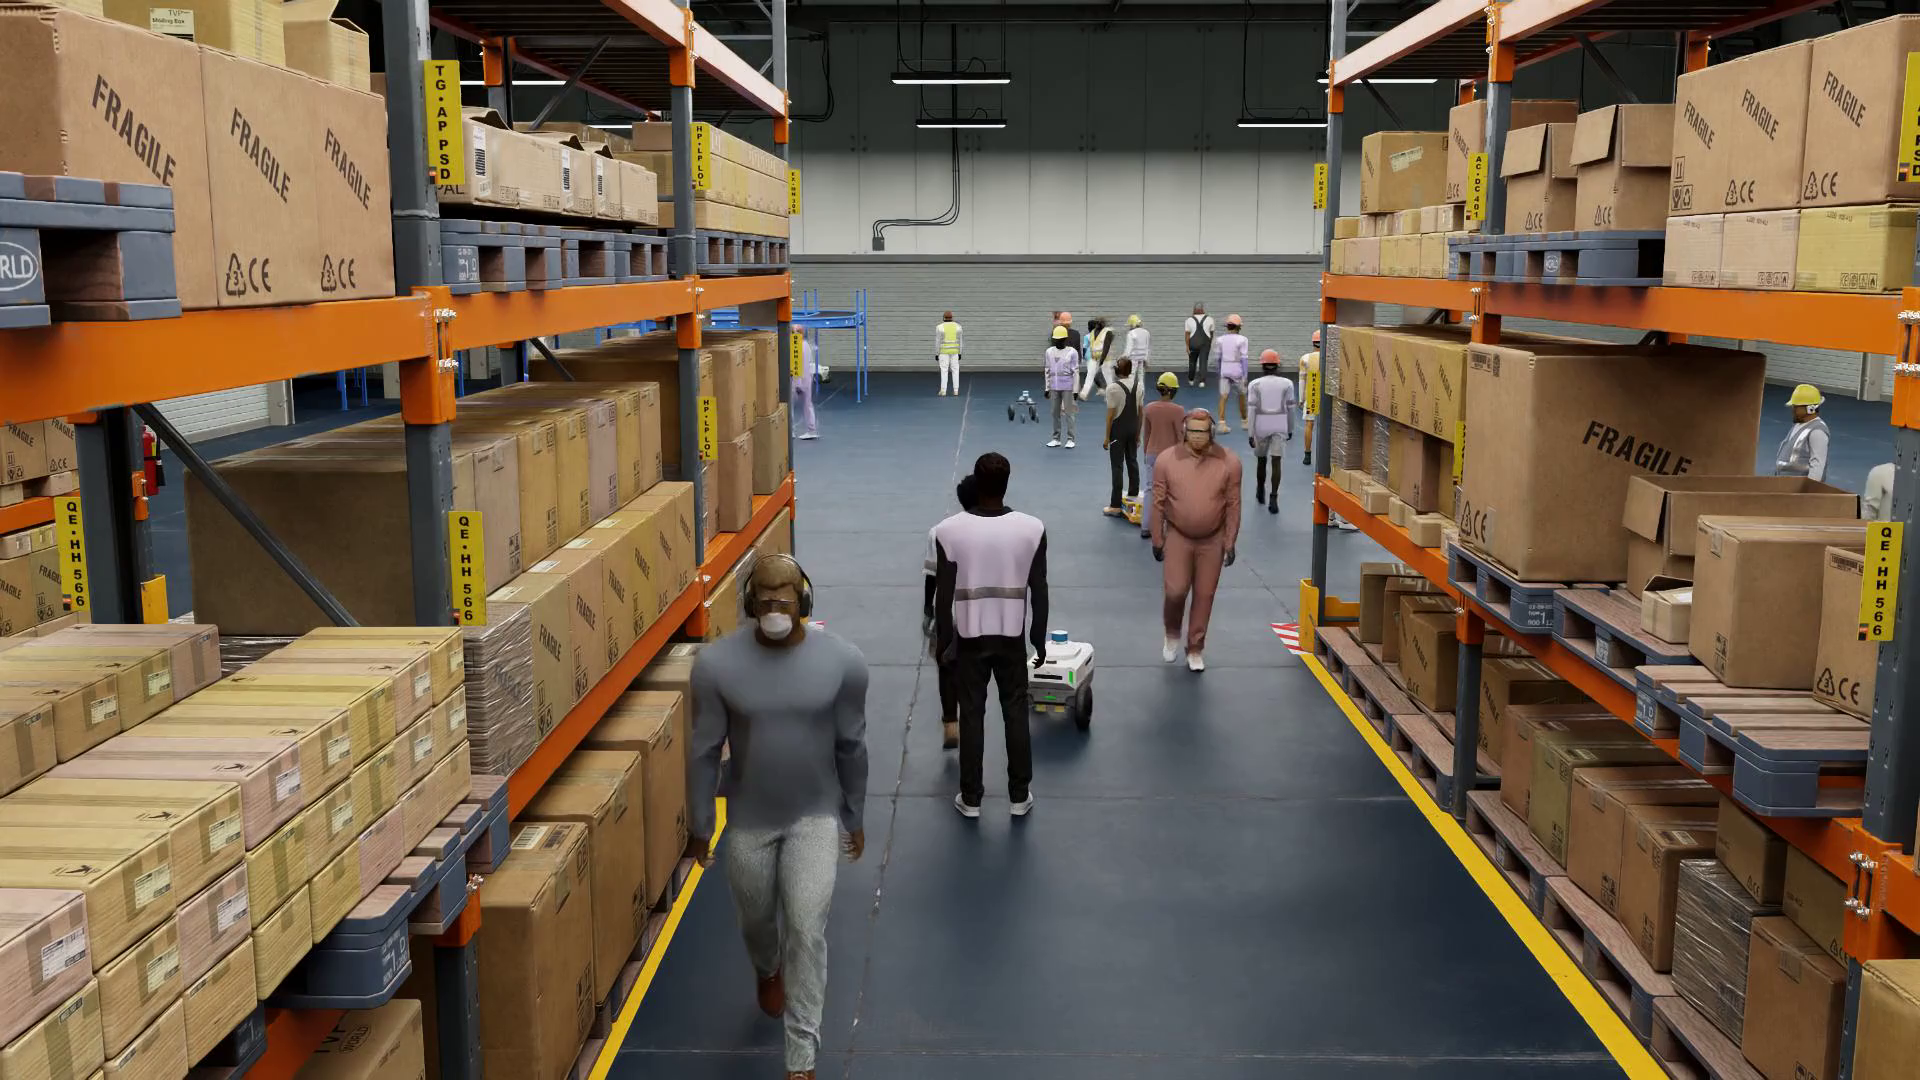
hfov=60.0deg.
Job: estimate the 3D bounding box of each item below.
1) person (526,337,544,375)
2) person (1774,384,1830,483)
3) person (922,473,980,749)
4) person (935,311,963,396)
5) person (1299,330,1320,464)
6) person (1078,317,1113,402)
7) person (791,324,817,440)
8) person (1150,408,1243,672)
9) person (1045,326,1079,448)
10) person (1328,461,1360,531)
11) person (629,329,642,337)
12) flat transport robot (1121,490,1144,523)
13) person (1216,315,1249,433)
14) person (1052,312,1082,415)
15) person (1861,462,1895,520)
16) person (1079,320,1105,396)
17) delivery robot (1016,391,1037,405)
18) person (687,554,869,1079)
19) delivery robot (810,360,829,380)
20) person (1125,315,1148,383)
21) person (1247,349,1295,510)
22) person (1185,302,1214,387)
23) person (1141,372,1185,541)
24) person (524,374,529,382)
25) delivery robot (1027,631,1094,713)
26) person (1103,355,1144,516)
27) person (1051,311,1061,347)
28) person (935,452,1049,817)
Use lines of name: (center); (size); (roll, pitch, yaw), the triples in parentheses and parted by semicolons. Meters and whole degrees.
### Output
person: (-7.806, -3.191, 30.876); (0.931, 1.907, 0.637); (-2, 10, -13)
person: (7.469, -0.471, 14.799); (0.404, 1.830, 0.588); (1, 10, 9)
person: (0.057, 0.446, 9.749); (0.551, 1.677, 0.367); (0, 9, -1)
person: (-0.256, -4.091, 36.465); (0.624, 1.840, 0.429); (-3, 10, -18)
person: (5.169, -2.062, 24.015); (0.552, 1.932, 0.377); (3, 10, 16)
person: (2.897, -3.771, 34.744); (0.607, 1.780, 0.961); (9, 13, 43)
person: (-2.721, -2.590, 27.304); (0.789, 1.884, 0.640); (3, 10, 15)
person: (1.677, 0.002, 11.811); (0.640, 1.885, 0.425); (1, 9, 4)
person: (1.585, -2.399, 26.115); (0.601, 1.913, 0.418); (7, 12, 38)
person: (4.179, -0.930, 18.117); (0.310, 1.638, 0.522); (-4, 10, -24)
person: (-8.335, -5.016, 42.659); (0.550, 1.613, 0.511); (5, 11, 26)
flat transport robot: (2.187, -0.399, 19.150); (0.652, 0.197, 1.431); (-1, 9, -4)
person: (4.736, -2.848, 28.506); (0.653, 1.999, 0.985); (8, 12, 38)
person: (2.051, -3.357, 31.713); (0.628, 1.957, 0.425); (-3, 10, -18)
person: (6.882, 0.008, 12.163); (0.521, 1.743, 0.403); (2, 10, 13)
person: (2.902, -3.968, 36.267); (0.536, 1.655, 0.852); (-8, 13, -41)
delivery robot: (1.204, -2.623, 30.567); (0.335, 0.223, 0.698); (-2, 10, -14)
person: (-0.645, 0.966, 5.980); (0.641, 1.912, 0.924); (-1, 10, -4)
delivery robot: (-3.532, -4.092, 40.142); (0.707, 0.478, 0.477); (5, 11, 27)
person: (3.634, -3.739, 34.472); (0.641, 1.802, 0.404); (-8, 12, -40)
person: (3.678, -1.316, 19.741); (0.557, 1.882, 1.033); (1, 10, 7)
person: (5.602, -4.598, 39.017); (0.686, 2.000, 1.037); (1, 9, 3)
person: (2.151, -0.888, 17.520); (0.352, 1.760, 0.534); (-9, 13, -43)
person: (-3.736, -0.466, 14.405); (0.376, 1.950, 0.614); (0, 9, 0)
delivery robot: (0.640, 0.826, 10.687); (0.477, 0.478, 0.707); (3, 10, 15)
person: (1.876, -1.208, 19.164); (0.507, 1.847, 0.345); (-5, 11, -30)
person: (2.522, -5.108, 43.142); (0.307, 1.639, 0.525); (3, 10, 20)
person: (0.167, 0.501, 8.712); (0.597, 1.916, 0.370); (-1, 9, -4)
